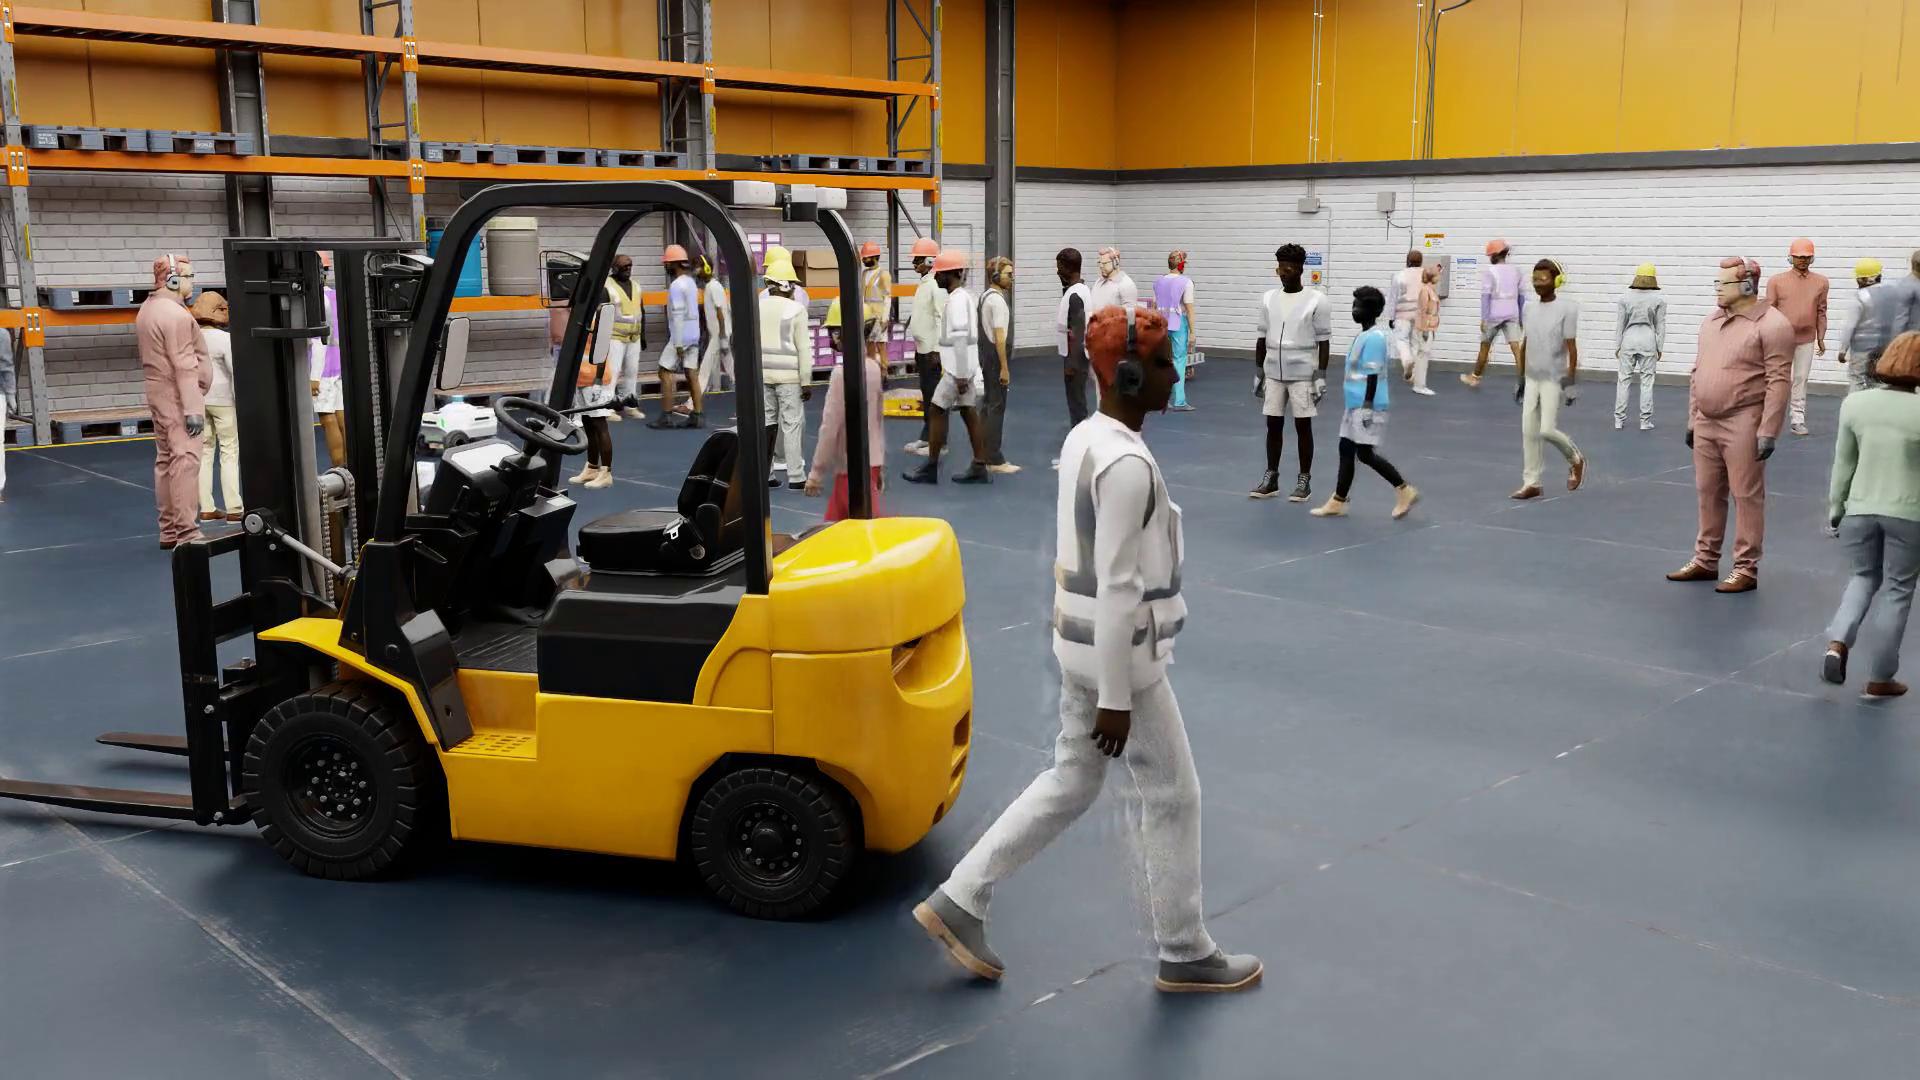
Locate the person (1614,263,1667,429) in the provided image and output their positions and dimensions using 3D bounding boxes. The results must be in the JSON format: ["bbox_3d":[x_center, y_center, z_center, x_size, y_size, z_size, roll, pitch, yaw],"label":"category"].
[{"bbox_3d":[7.126,-2.028,17.442,0.485,1.737,0.320,5,11,25],"label":"person"}]

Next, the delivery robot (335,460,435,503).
[{"bbox_3d":[-4.001,-0.407,11.560,0.477,0.478,0.707,6,12,28],"label":"delivery robot"}]

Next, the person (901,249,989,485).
[{"bbox_3d":[-0.142,-1.395,13.508,0.835,1.902,0.574,1,10,6],"label":"person"}]

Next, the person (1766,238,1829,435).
[{"bbox_3d":[8.481,-2.061,16.905,0.624,1.992,0.390,1,10,8],"label":"person"}]

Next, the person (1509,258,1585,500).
[{"bbox_3d":[4.523,-1.229,12.756,0.570,1.853,0.529,-6,12,-30],"label":"person"}]

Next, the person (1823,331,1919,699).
[{"bbox_3d":[4.030,-0.096,7.216,0.398,1.616,0.517,-7,12,-33],"label":"person"}]

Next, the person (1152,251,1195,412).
[{"bbox_3d":[2.455,-2.393,19.133,0.377,1.841,0.570,-10,14,-43],"label":"person"}]

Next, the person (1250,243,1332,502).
[{"bbox_3d":[2.517,-1.273,12.691,0.614,1.963,0.362,8,13,36],"label":"person"}]

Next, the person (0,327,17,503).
[{"bbox_3d":[-7.415,-1.076,12.581,0.509,1.614,0.414,-6,12,-29],"label":"person"}]

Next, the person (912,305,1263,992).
[{"bbox_3d":[0.338,0.311,4.377,0.893,1.856,0.584,-1,10,-6],"label":"person"}]

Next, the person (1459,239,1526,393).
[{"bbox_3d":[7.010,-2.895,21.540,0.704,1.959,1.106,-3,11,-15],"label":"person"}]

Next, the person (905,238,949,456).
[{"bbox_3d":[-0.291,-1.778,15.362,0.384,1.996,0.610,-3,11,-17],"label":"person"}]

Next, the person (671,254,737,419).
[{"bbox_3d":[-2.732,-2.219,18.287,1.012,1.809,0.536,-1,10,-5],"label":"person"}]

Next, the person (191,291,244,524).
[{"bbox_3d":[-5.228,-0.926,11.708,0.509,1.631,0.268,3,11,18],"label":"person"}]

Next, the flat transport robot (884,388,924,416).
[{"bbox_3d":[-0.539,-1.573,18.949,0.652,0.197,1.431,1,10,6],"label":"flat transport robot"}]

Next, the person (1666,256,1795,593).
[{"bbox_3d":[4.382,-0.654,9.484,0.401,1.904,0.646,-3,11,-18],"label":"person"}]

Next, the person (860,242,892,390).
[{"bbox_3d":[-1.135,-2.904,21.682,0.375,1.931,0.542,-9,14,-41],"label":"person"}]

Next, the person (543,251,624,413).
[{"bbox_3d":[-4.269,-2.332,18.791,1.052,1.859,0.698,-1,10,-5],"label":"person"}]

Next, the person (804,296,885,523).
[{"bbox_3d":[-0.509,-0.372,8.420,0.888,1.727,0.522,2,11,13],"label":"person"}]

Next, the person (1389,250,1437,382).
[{"bbox_3d":[6.198,-3.051,22.768,0.629,1.828,0.645,0,10,-2],"label":"person"}]

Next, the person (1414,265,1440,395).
[{"bbox_3d":[5.974,-2.682,21.272,0.309,1.638,0.518,4,11,22],"label":"person"}]

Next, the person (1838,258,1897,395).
[{"bbox_3d":[9.340,-1.988,17.059,0.694,1.792,0.474,-2,11,-11],"label":"person"}]

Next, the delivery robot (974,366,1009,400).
[{"bbox_3d":[0.218,-1.844,19.398,0.707,0.478,0.477,1,10,6],"label":"delivery robot"}]

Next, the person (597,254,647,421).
[{"bbox_3d":[-3.706,-2.222,18.262,0.432,1.826,0.622,7,13,35],"label":"person"}]

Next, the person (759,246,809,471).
[{"bbox_3d":[-1.543,-1.557,14.332,0.361,1.928,0.594,7,12,32],"label":"person"}]

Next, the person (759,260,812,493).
[{"bbox_3d":[-1.412,-1.281,13.111,0.591,1.829,0.404,6,12,28],"label":"person"}]

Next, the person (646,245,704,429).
[{"bbox_3d":[-3.006,-2.108,17.368,0.698,1.915,0.554,3,11,16],"label":"person"}]

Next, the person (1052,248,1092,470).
[{"bbox_3d":[0.997,-1.562,14.415,0.391,1.913,0.587,1,10,4],"label":"person"}]

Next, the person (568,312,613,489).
[{"bbox_3d":[-2.973,-1.255,13.340,0.321,1.692,0.529,-7,12,-33],"label":"person"}]

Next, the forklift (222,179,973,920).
[{"bbox_3d":[-1.114,-0.058,5.440,2.313,2.155,1.214,2,11,13],"label":"forklift"}]

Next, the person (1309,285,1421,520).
[{"bbox_3d":[2.898,-0.963,11.791,0.710,1.680,0.544,1,10,3],"label":"person"}]

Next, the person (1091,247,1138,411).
[{"bbox_3d":[1.501,-2.007,16.863,0.410,1.905,0.641,-6,12,-32],"label":"person"}]

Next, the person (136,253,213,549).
[{"bbox_3d":[-4.966,-0.863,10.619,0.402,1.906,0.652,-9,14,-42],"label":"person"}]

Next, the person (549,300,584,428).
[{"bbox_3d":[-4.153,-2.047,17.457,0.310,1.769,0.522,-10,14,-43],"label":"person"}]

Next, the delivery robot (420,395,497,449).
[{"bbox_3d":[-4.590,-1.081,15.237,0.477,0.478,0.707,6,12,29],"label":"delivery robot"}]

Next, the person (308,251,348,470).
[{"bbox_3d":[-5.038,-1.341,13.146,0.374,1.933,0.550,0,10,0],"label":"person"}]

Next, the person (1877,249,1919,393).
[{"bbox_3d":[9.454,-1.972,16.673,0.641,1.913,0.863,-10,15,-44],"label":"person"}]

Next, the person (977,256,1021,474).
[{"bbox_3d":[0.318,-1.480,14.153,0.336,1.843,0.514,-2,11,-13],"label":"person"}]
